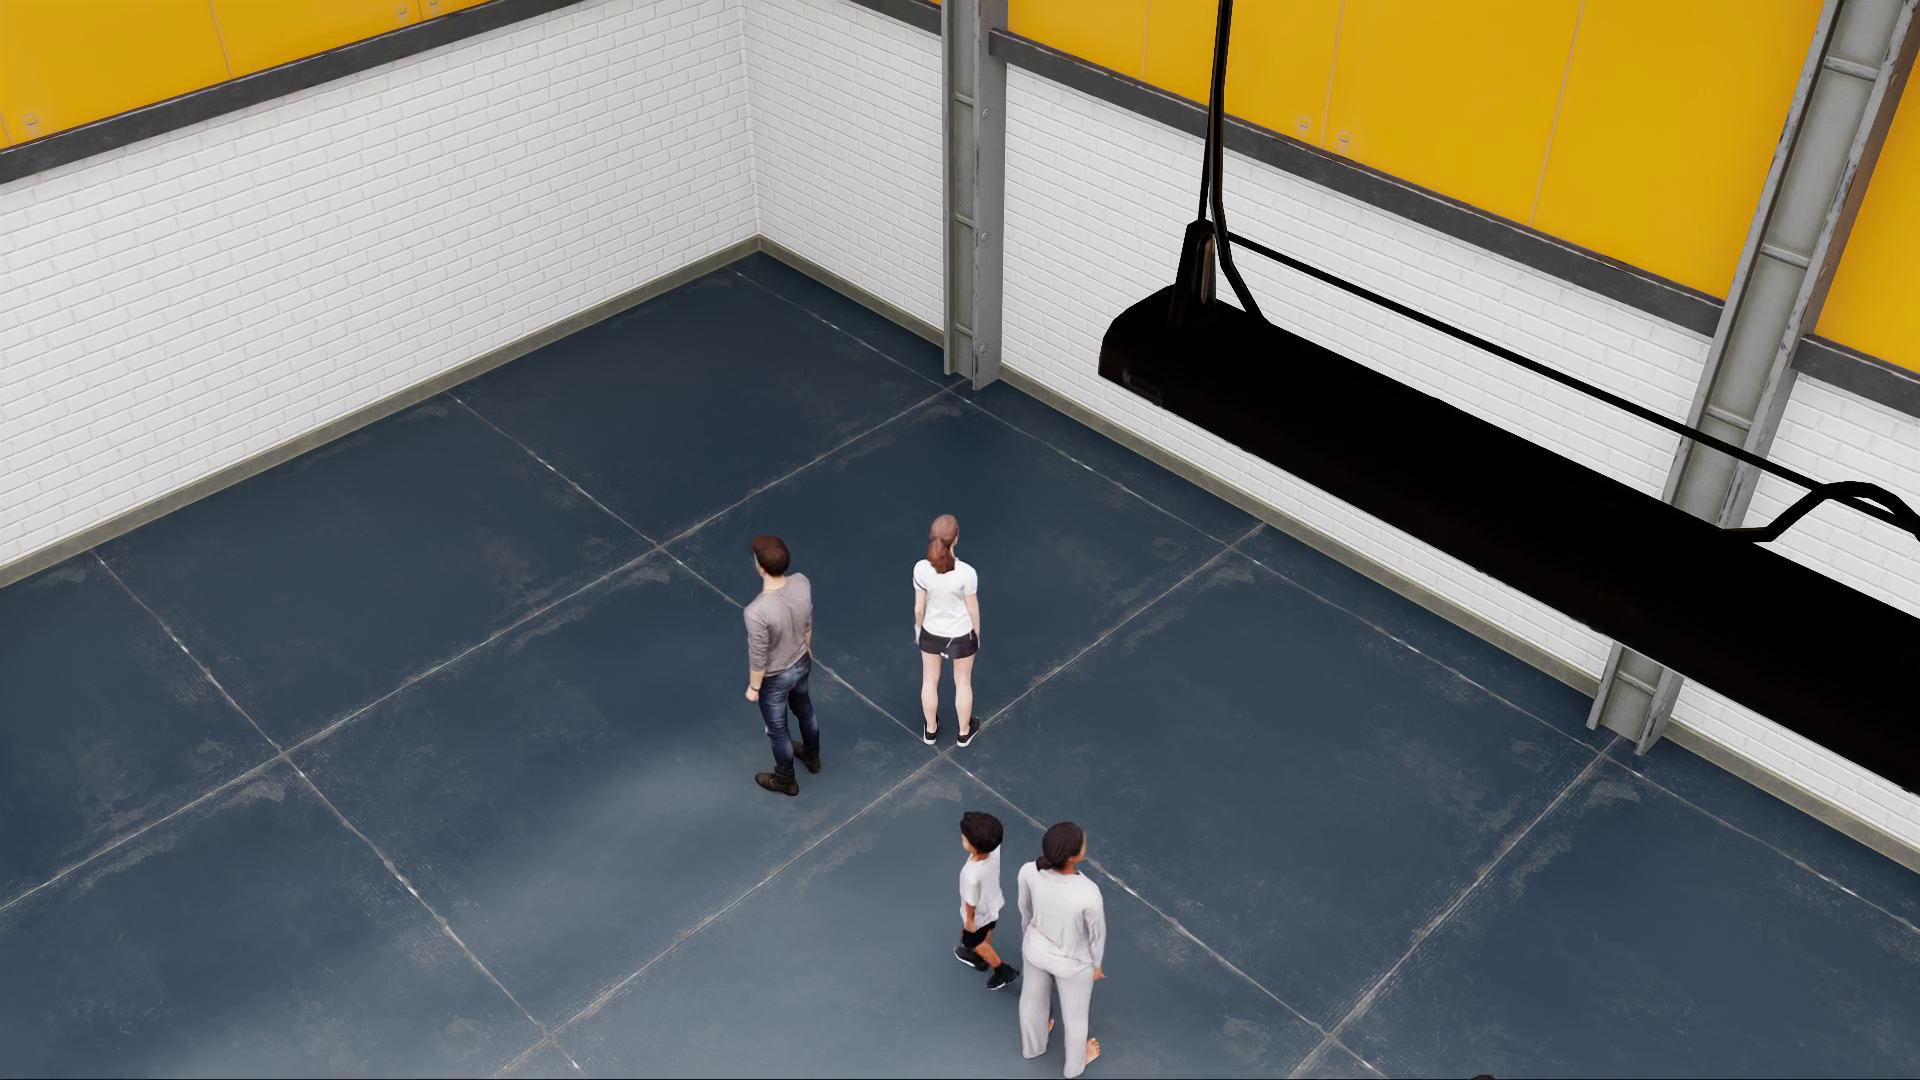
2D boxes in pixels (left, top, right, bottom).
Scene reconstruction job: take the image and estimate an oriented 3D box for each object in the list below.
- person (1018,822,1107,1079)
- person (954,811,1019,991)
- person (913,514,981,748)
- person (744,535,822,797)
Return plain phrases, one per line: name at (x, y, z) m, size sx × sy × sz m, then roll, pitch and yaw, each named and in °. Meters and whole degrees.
person at (0.504, 2.079, 8.422) m, size 0.557 × 1.736 × 0.735 m, roll 21°, pitch 43°, yaw 24°
person at (0.172, 1.956, 8.965) m, size 0.714 × 1.249 × 0.581 m, roll 19°, pitch 43°, yaw 23°
person at (-0.081, 0.579, 10.286) m, size 0.649 × 1.753 × 0.728 m, roll 6°, pitch 39°, yaw 8°
person at (-1.054, 0.760, 9.938) m, size 0.623 × 1.904 × 0.712 m, roll 25°, pitch 45°, yaw 28°
